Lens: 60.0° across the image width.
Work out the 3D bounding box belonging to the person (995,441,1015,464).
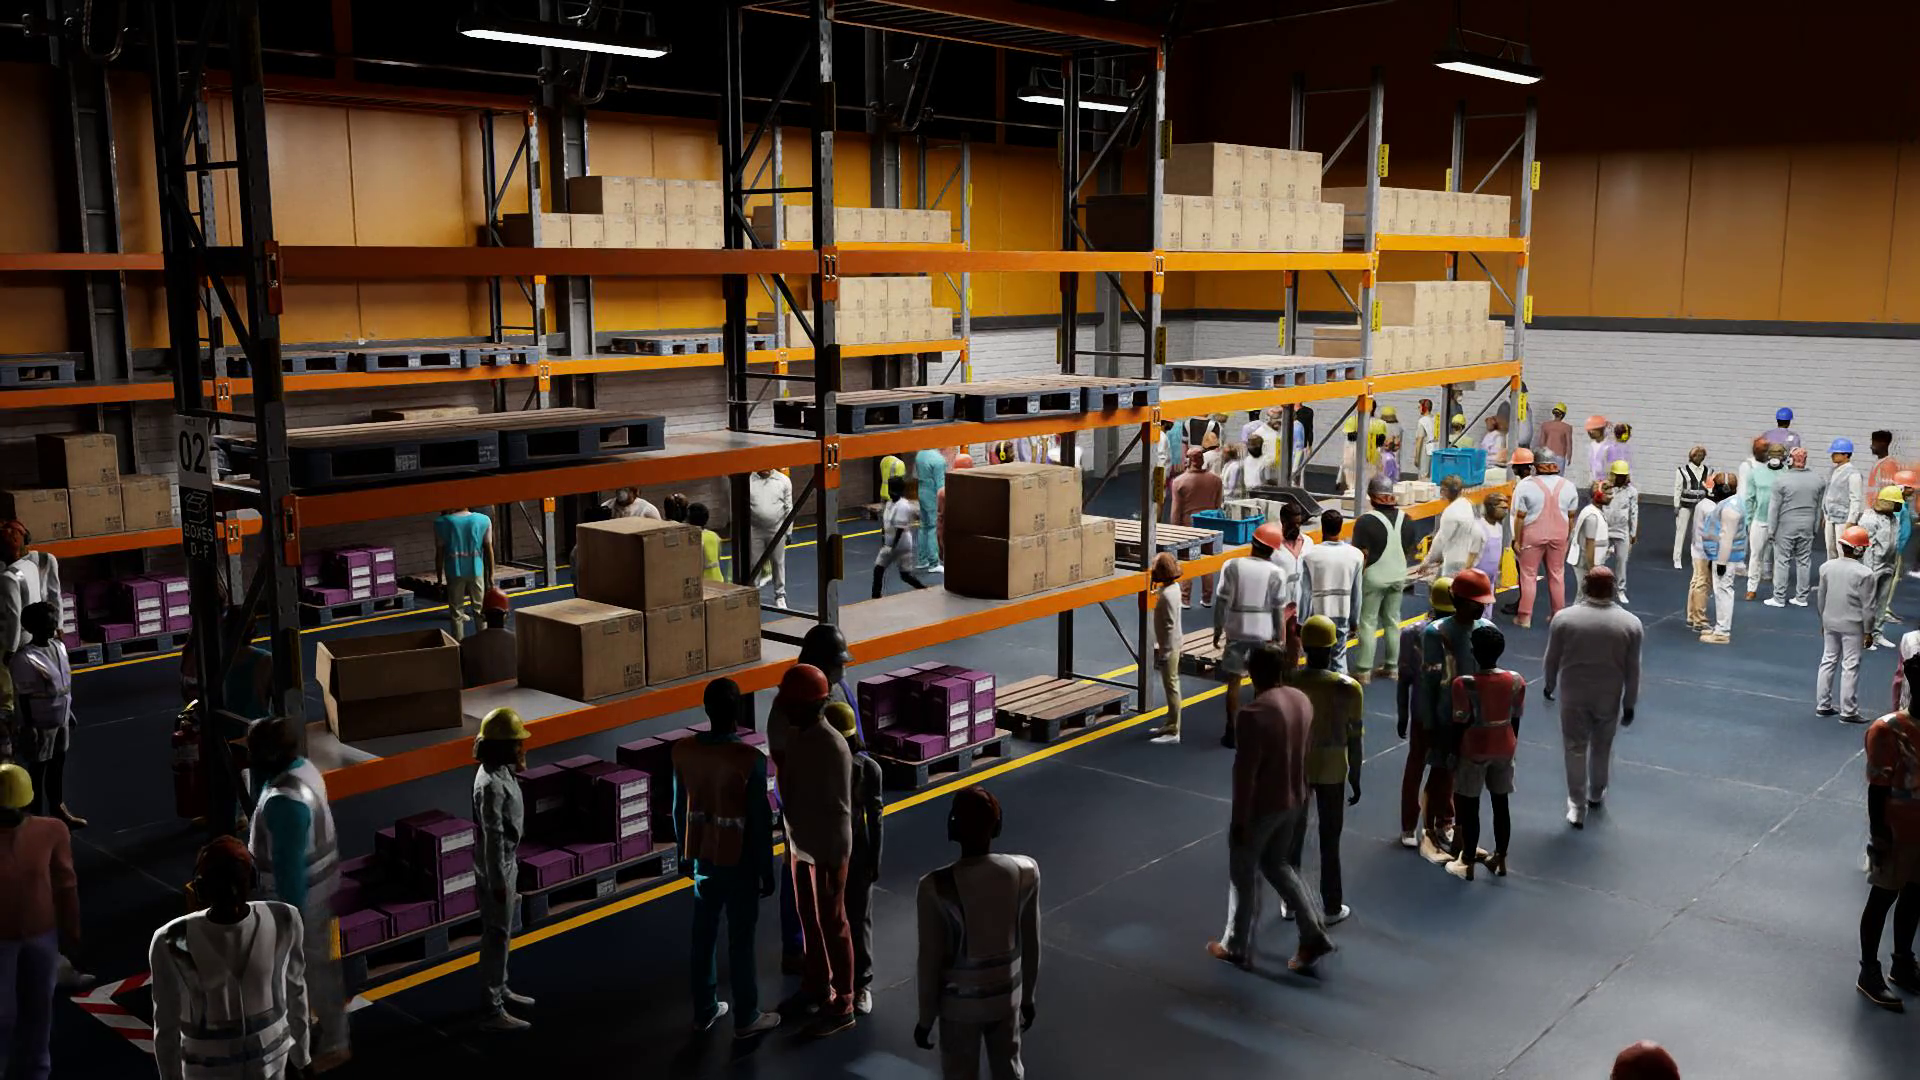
[{"bbox_3d":[0.551,-0.286,20.491,0.328,1.877,0.510,2,10,11],"label":"person"}]

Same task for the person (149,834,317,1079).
[{"bbox_3d":[-2.805,2.060,6.458,0.573,1.883,0.357,-7,12,-38],"label":"person"}]

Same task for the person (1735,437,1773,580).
[{"bbox_3d":[10.204,-0.398,21.237,0.614,1.842,0.814,-2,10,-12],"label":"person"}]

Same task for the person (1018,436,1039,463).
[{"bbox_3d":[1.043,-1.158,25.793,0.348,1.842,0.506,-3,10,-16],"label":"person"}]

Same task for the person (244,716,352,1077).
[{"bbox_3d":[-3.368,1.777,8.360,0.526,1.819,0.635,-3,10,-17],"label":"person"}]

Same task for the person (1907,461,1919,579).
[{"bbox_3d":[12.359,-0.388,21.028,0.735,1.886,0.733,-4,10,-20],"label":"person"}]

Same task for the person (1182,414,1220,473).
[{"bbox_3d":[3.694,-1.190,25.440,0.612,2.030,0.410,5,11,28],"label":"person"}]

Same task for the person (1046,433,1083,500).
[{"bbox_3d":[1.415,-0.676,23.073,0.590,1.797,0.988,-7,12,-34],"label":"person"}]

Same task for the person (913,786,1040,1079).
[{"bbox_3d":[0.072,1.963,7.040,0.574,1.882,0.358,-5,11,-26],"label":"person"}]

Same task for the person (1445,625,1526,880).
[{"bbox_3d":[3.452,1.399,10.959,0.533,1.697,0.318,-3,10,-16],"label":"person"}]

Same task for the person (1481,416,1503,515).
[{"bbox_3d":[8.403,-1.153,26.366,0.360,1.625,0.547,-2,10,-9],"label":"person"}]

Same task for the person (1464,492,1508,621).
[{"bbox_3d":[5.132,0.434,16.322,0.370,1.828,0.537,9,13,44],"label":"person"}]

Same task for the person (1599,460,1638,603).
[{"bbox_3d":[7.799,-0.096,19.804,0.499,1.732,0.379,3,10,16],"label":"person"}]

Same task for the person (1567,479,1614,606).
[{"bbox_3d":[6.527,0.274,17.280,0.401,1.836,0.562,5,11,27],"label":"person"}]

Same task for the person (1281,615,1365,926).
[{"bbox_3d":[2.177,1.408,10.205,0.587,1.930,0.355,4,10,23],"label":"person"}]

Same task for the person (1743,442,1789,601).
[{"bbox_3d":[9.686,-0.208,19.869,0.629,1.931,0.377,6,11,31],"label":"person"}]

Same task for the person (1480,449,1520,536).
[{"bbox_3d":[7.101,-0.388,21.843,0.515,1.624,0.283,3,10,17],"label":"person"}]

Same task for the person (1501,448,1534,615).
[{"bbox_3d":[6.474,-0.098,19.201,0.385,1.932,0.543,5,11,29],"label":"person"}]

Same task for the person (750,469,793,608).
[{"bbox_3d":[-2.263,-0.113,19.384,0.644,1.901,0.399,-1,10,-8],"label":"person"}]

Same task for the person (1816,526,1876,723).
[{"bbox_3d":[7.851,0.742,14.710,0.324,1.752,0.561,-4,10,-21],"label":"person"}]

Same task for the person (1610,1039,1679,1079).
[{"bbox_3d":[1.999,2.370,5.028,0.579,1.738,0.532,4,10,23],"label":"person"}]

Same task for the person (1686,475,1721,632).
[{"bbox_3d":[8.246,0.143,18.316,0.346,1.741,0.563,2,10,13],"label":"person"}]

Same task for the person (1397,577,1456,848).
[{"bbox_3d":[3.327,1.192,11.538,0.591,1.915,0.391,-1,10,-4],"label":"person"}]

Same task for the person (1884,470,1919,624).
[{"bbox_3d":[10.548,0.077,18.725,0.354,1.737,0.576,6,11,30],"label":"person"}]

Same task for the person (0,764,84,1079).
[{"bbox_3d":[-4.462,1.889,7.893,0.419,1.748,0.529,8,13,41],"label":"person"}]

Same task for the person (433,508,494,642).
[{"bbox_3d":[-4.962,0.369,16.676,0.572,1.839,0.373,-4,10,-24],"label":"person"}]

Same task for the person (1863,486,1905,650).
[{"bbox_3d":[9.691,0.290,17.472,0.483,1.737,0.321,-5,11,-26],"label":"person"}]

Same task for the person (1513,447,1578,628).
[{"bbox_3d":[6.479,-0.045,18.556,0.685,2.000,0.535,0,10,-2],"label":"person"}]

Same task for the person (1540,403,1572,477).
[{"bbox_3d":[9.827,-1.387,27.427,0.532,1.755,0.342,8,12,38],"label":"person"}]

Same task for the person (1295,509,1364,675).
[{"bbox_3d":[3.248,0.682,14.623,0.598,1.908,0.401,-2,10,-13],"label":"person"}]

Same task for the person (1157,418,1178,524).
[{"bbox_3d":[2.982,-0.961,24.377,0.388,1.926,0.549,1,10,3],"label":"person"}]

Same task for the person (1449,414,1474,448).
[{"bbox_3d":[7.544,-1.029,25.242,0.523,1.772,0.303,6,11,33],"label":"person"}]

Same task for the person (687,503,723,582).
[{"bbox_3d":[-2.559,0.466,16.595,0.361,1.674,0.540,4,10,22],"label":"person"}]

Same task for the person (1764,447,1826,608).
[{"bbox_3d":[9.816,-0.148,19.611,0.636,1.899,0.402,-1,10,-3],"label":"person"}]

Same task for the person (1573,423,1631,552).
[{"bbox_3d":[8.986,-0.717,23.193,0.662,1.839,0.526,-2,10,-12],"label":"person"}]

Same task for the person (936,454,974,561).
[{"bbox_3d":[0.044,0.037,18.238,0.614,1.987,0.408,0,10,0],"label":"person"}]

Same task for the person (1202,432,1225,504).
[{"bbox_3d":[3.617,-0.737,23.938,0.495,1.625,0.286,-9,13,-44],"label":"person"}]

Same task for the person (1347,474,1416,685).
[{"bbox_3d":[4.019,0.368,16.090,0.687,2.000,0.536,-4,10,-25],"label":"person"}]

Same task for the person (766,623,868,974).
[{"bbox_3d":[-0.775,1.460,9.569,0.535,2.000,0.683,5,11,30],"label":"person"}]

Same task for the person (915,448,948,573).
[{"bbox_3d":[-0.340,-0.523,21.850,0.398,1.898,0.646,-5,11,-26],"label":"person"}]

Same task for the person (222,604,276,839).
[{"bbox_3d":[-4.695,1.334,10.966,0.506,1.834,0.373,-3,10,-18],"label":"person"}]

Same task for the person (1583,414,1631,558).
[{"bbox_3d":[8.773,-0.711,22.644,0.645,2.010,0.657,-2,10,-11],"label":"person"}]
